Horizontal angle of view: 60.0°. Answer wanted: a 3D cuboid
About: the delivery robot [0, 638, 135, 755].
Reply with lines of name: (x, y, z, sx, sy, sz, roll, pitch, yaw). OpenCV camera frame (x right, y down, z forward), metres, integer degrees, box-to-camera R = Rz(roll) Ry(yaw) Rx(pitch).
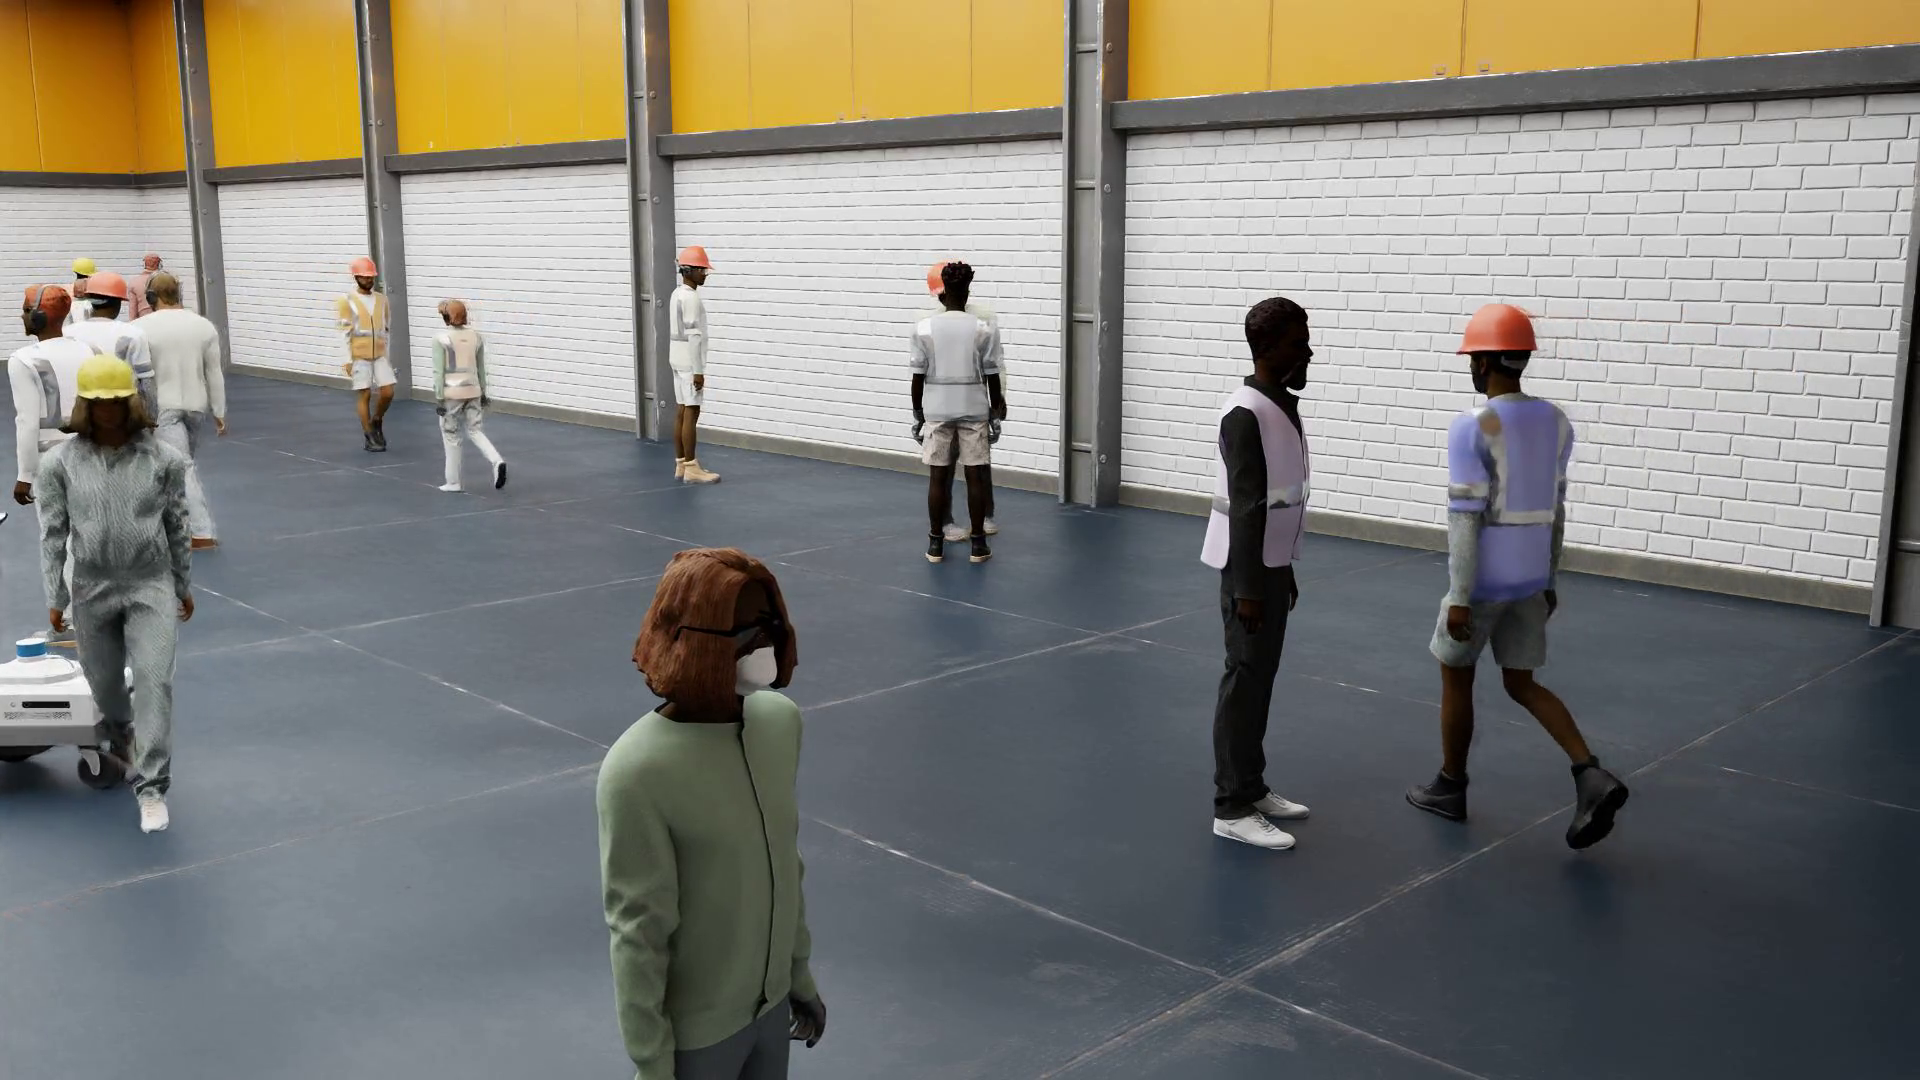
delivery robot: (-3.615, 0.629, 6.515, 0.707, 0.478, 0.477, 0, 10, -1)

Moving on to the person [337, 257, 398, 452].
person: (-5.821, -1.818, 16.377, 0.553, 1.920, 0.405, -10, 14, -43)

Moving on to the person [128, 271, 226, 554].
person: (-5.412, -0.875, 11.334, 1.062, 1.878, 0.648, 7, 13, 35)

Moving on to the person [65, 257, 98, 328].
person: (-10.492, -2.440, 19.920, 0.645, 1.885, 0.618, 10, 14, 42)

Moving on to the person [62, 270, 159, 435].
person: (-5.591, -0.826, 11.038, 0.551, 1.896, 0.869, 0, 10, -2)

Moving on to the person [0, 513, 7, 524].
person: (-7.312, -0.905, 11.618, 1.035, 1.841, 0.653, -3, 11, -18)

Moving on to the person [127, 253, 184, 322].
person: (-10.398, -2.760, 21.565, 0.652, 1.906, 0.402, -4, 11, -22)

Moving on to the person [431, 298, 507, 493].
person: (-4.068, -1.176, 13.697, 0.619, 1.622, 0.525, 7, 13, 35)

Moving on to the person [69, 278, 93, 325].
person: (-10.073, -2.202, 19.245, 0.514, 1.641, 0.309, 5, 12, 26)

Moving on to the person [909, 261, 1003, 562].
person: (-0.024, -0.827, 10.857, 0.611, 1.965, 0.362, 0, 10, 3)

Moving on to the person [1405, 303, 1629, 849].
person: (1.962, 0.132, 5.827, 0.550, 1.909, 0.807, -5, 12, -27)

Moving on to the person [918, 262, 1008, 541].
person: (0.024, -0.977, 11.716, 0.662, 1.943, 0.487, -4, 11, -22)

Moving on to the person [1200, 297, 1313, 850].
person: (1.063, 0.107, 5.896, 0.392, 1.919, 0.590, 4, 11, 21)

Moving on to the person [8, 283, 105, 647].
person: (-4.672, -0.384, 8.664, 0.351, 1.884, 0.582, 3, 11, 16)

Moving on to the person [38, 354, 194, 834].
person: (-3.110, 0.158, 6.173, 0.495, 1.719, 0.790, -5, 11, -24)

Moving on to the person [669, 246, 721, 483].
person: (-2.310, -1.513, 14.397, 0.394, 2.040, 0.609, -4, 11, -21)

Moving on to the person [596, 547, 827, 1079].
person: (-0.400, 0.814, 2.814, 0.286, 1.633, 0.499, 5, 12, 26)
